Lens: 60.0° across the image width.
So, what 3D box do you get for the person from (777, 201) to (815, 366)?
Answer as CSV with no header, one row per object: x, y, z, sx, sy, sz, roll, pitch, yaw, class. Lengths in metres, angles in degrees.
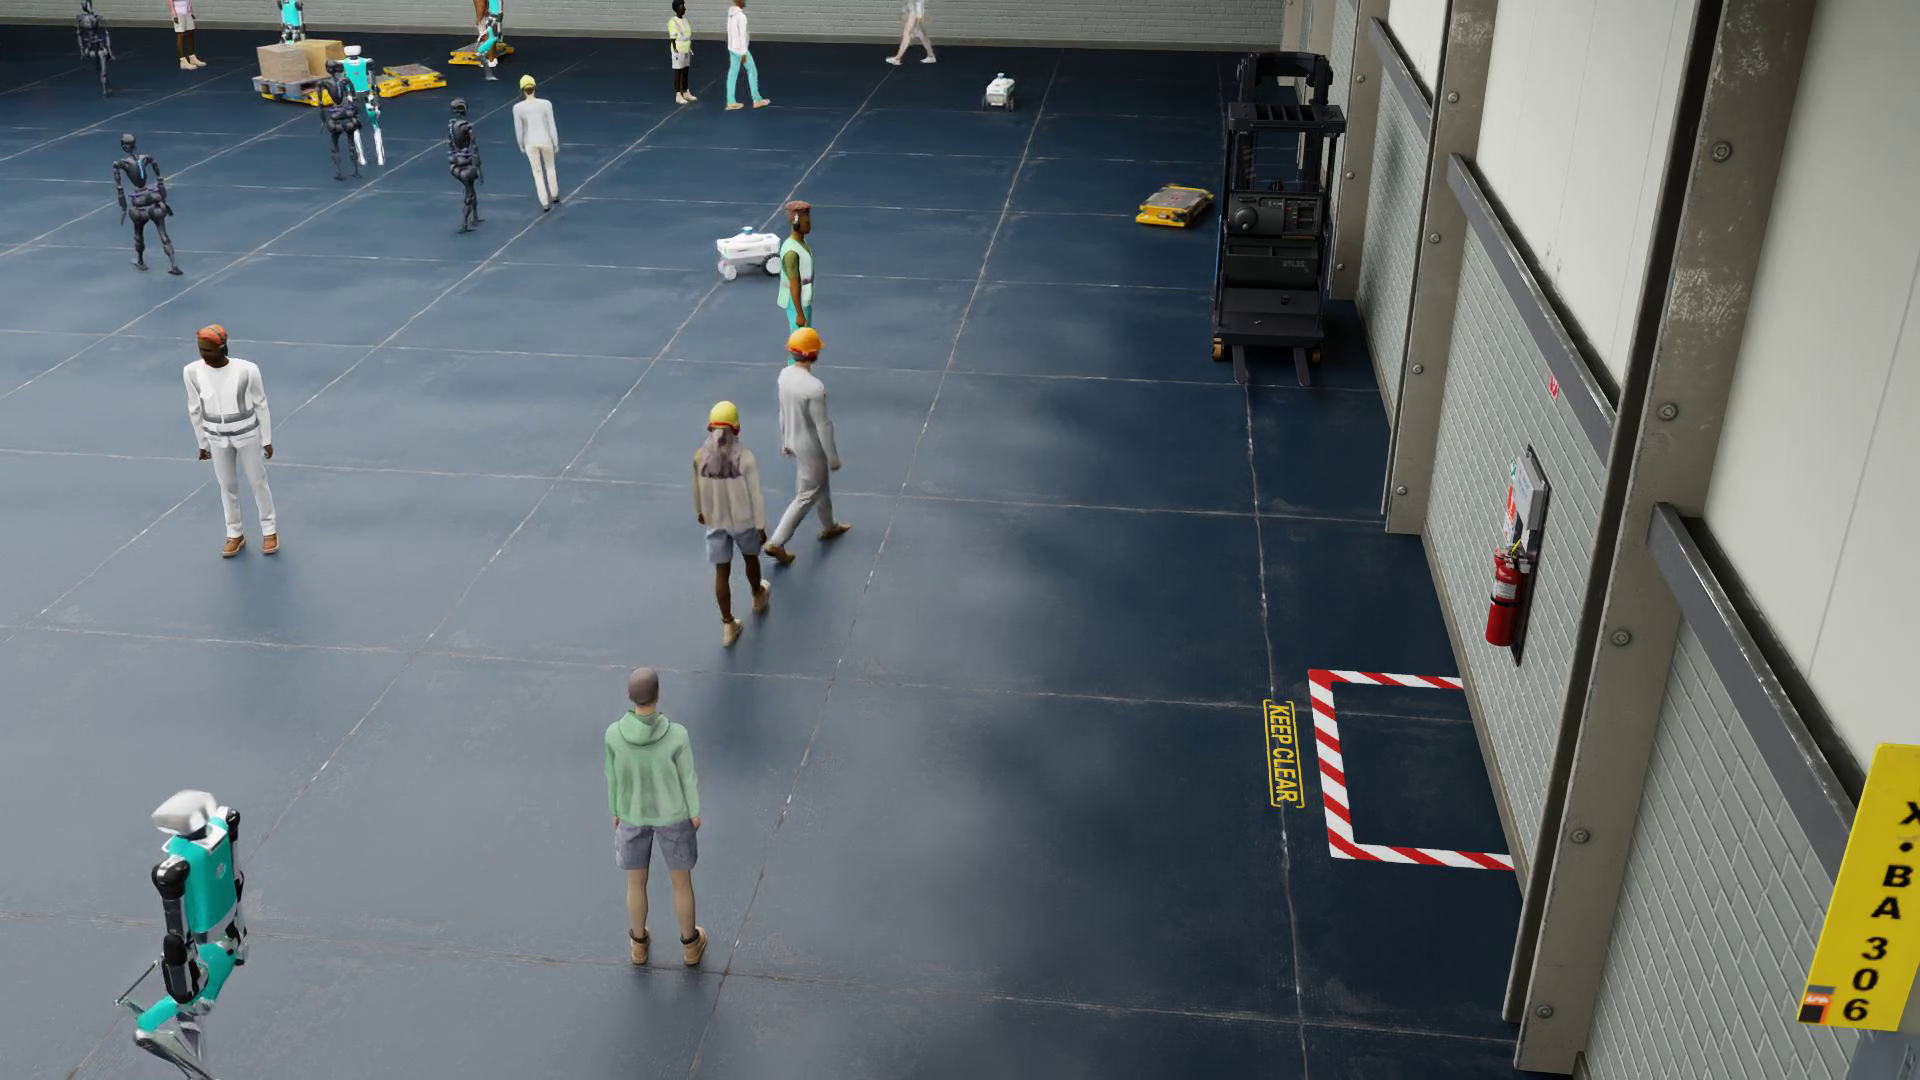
-1.510,-2.215,15.657,0.404,1.979,0.486,1,27,2,person

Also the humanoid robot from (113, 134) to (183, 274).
-9.550,-3.933,19.460,0.771,1.622,0.609,19,32,33,humanoid robot

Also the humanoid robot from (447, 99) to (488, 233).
-6.237,-4.761,21.085,0.609,1.635,0.646,20,33,34,humanoid robot

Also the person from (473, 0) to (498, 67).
-8.791,-9.720,30.771,0.384,1.853,0.798,-1,27,-2,person

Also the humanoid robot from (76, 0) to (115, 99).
-14.740,-8.426,28.445,0.595,1.635,0.772,0,27,0,humanoid robot

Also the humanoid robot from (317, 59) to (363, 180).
-8.720,-5.922,23.381,0.589,1.651,0.369,-21,34,-36,humanoid robot

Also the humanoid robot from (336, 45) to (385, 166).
-8.648,-6.297,24.052,0.531,1.749,0.776,-8,28,-16,humanoid robot

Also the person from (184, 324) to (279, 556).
-5.621,-0.773,12.882,0.574,1.882,0.361,-3,27,-6,person

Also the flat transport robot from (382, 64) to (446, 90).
-9.726,-8.238,29.585,0.659,0.231,1.431,-18,32,-32,flat transport robot

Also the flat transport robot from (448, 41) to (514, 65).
-9.098,-9.251,31.606,0.659,0.231,1.431,5,27,11,flat transport robot

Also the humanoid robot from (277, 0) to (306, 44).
-11.469,-8.407,28.311,0.553,1.815,0.736,14,30,25,humanoid robot

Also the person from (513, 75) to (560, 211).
-5.590,-5.268,22.012,0.540,1.725,0.777,-6,27,-12,person

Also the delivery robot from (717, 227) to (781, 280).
-2.468,-3.387,19.578,0.791,0.592,0.499,-11,29,-21,delivery robot

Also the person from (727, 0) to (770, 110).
-3.556,-8.101,27.511,0.857,1.877,0.515,-18,32,-32,person

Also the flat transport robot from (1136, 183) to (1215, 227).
2.853,-4.417,21.956,0.659,0.231,1.431,11,29,21,flat transport robot

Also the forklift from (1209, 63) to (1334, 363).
3.241,-3.477,17.183,1.129,2.768,1.873,3,27,6,forklift

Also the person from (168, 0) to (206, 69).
-14.275,-9.713,30.566,0.401,2.035,0.608,5,27,11,person

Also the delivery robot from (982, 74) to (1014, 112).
0.671,-7.454,27.692,0.499,0.587,0.782,6,27,12,delivery robot

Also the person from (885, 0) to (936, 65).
-0.906,-9.778,30.925,1.006,1.819,0.517,-4,27,-8,person

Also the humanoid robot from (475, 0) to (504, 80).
-8.402,-8.969,29.524,0.809,1.864,0.544,-17,31,-31,humanoid robot

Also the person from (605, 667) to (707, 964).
-1.584,1.448,8.616,0.471,1.735,0.326,1,27,2,person

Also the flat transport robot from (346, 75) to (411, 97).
-10.323,-7.884,28.878,1.431,0.231,0.659,8,28,16,flat transport robot

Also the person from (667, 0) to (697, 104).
-4.673,-8.217,27.948,0.318,1.696,0.534,11,29,21,person

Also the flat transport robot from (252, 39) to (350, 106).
-11.142,-7.612,28.335,1.431,0.231,0.659,15,30,27,flat transport robot

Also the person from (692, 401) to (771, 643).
-1.620,-0.192,11.883,0.552,1.726,0.840,3,27,6,person

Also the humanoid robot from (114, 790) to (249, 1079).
-3.631,1.970,7.696,0.764,1.895,0.543,4,27,8,humanoid robot

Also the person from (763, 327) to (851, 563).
-1.214,-0.742,12.852,0.896,1.862,0.560,-17,31,-30,person
